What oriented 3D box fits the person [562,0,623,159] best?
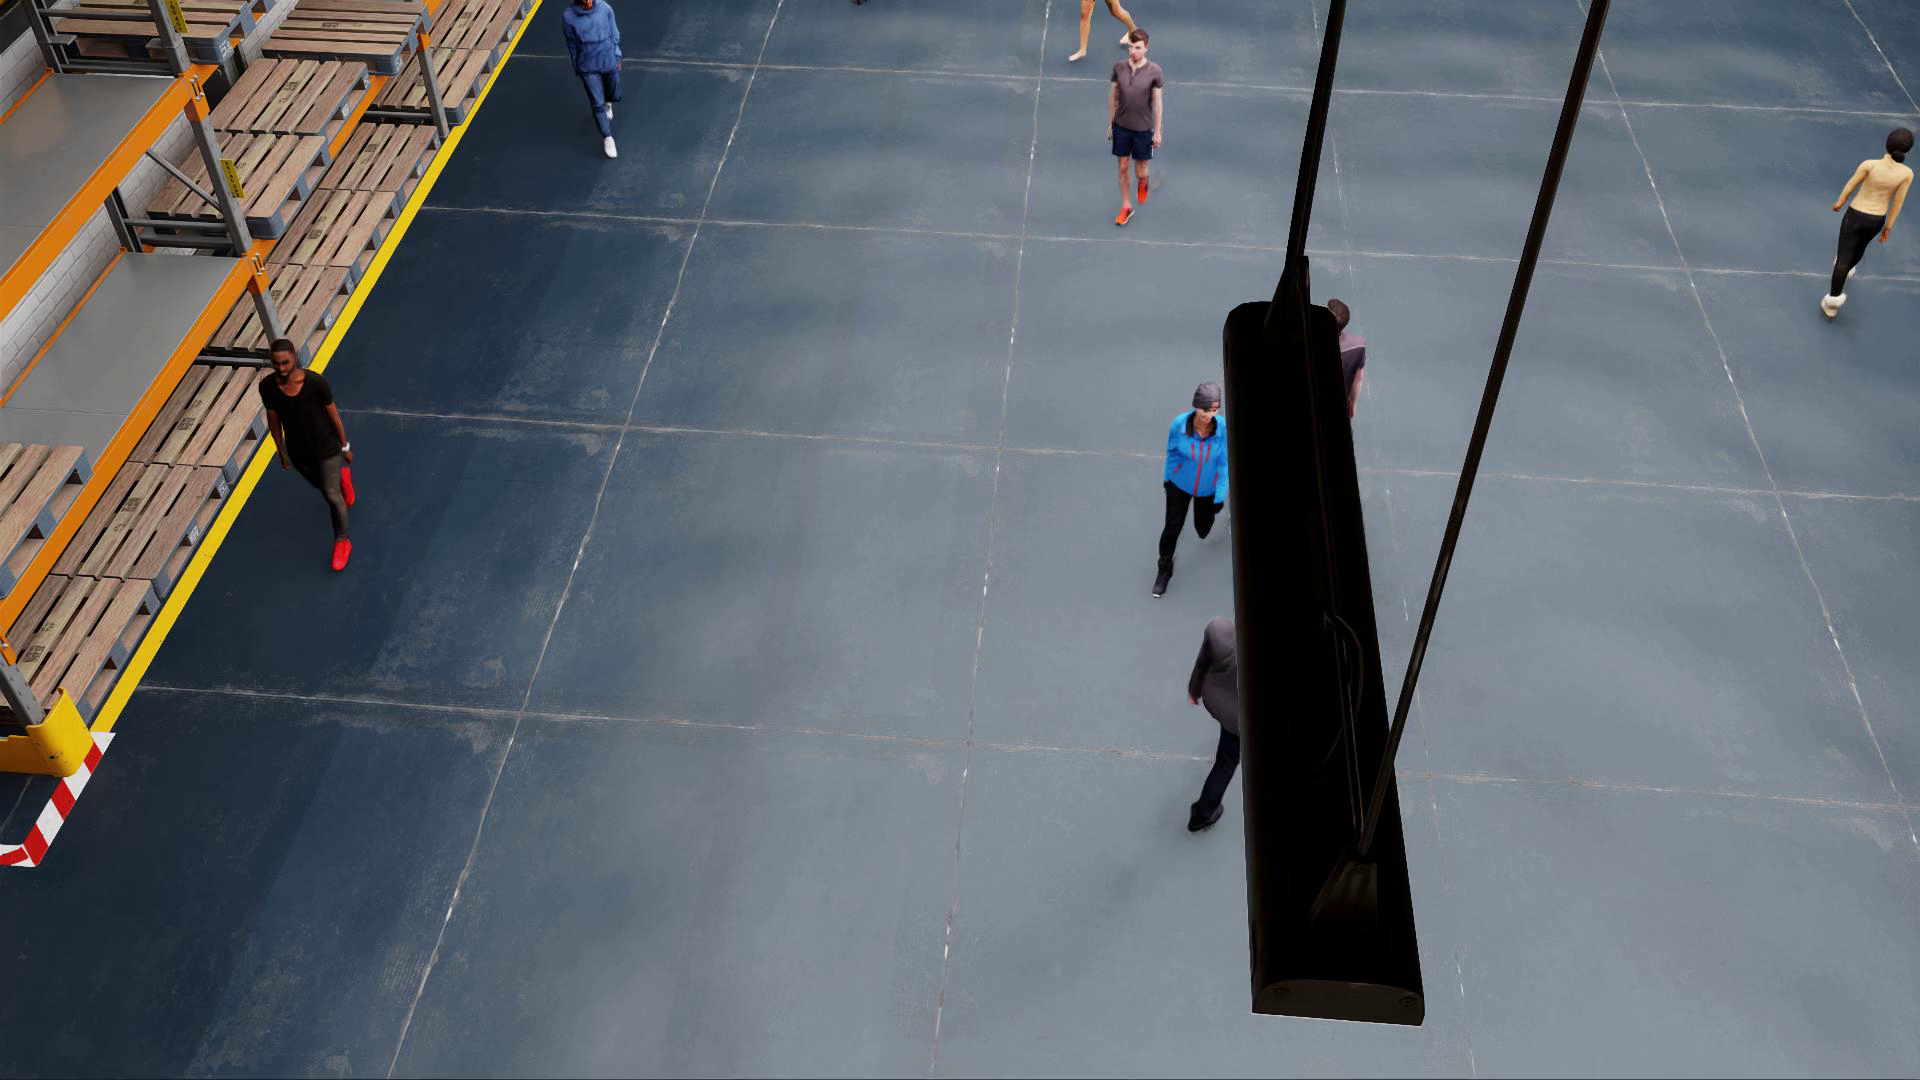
[{"bbox_3d":[-3.489,-4.601,15.871,0.947,1.788,1.111,-16,46,-16],"label":"person"}]

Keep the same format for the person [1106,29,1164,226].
[{"bbox_3d":[1.596,-3.741,14.928,0.825,1.844,0.916,18,46,18],"label":"person"}]

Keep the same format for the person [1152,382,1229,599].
[{"bbox_3d":[1.656,-0.411,11.476,0.785,1.784,1.074,17,46,17],"label":"person"}]

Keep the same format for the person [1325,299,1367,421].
[{"bbox_3d":[2.603,-0.895,11.951,0.857,1.830,0.873,-13,45,-13],"label":"person"}]

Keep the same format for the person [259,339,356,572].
[{"bbox_3d":[-4.565,-0.713,11.796,0.752,1.780,1.160,-2,44,-2],"label":"person"}]

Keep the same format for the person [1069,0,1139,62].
[{"bbox_3d":[1.561,-5.829,17.225,1.115,1.699,1.095,-27,50,-26],"label":"person"}]

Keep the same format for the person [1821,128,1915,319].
[{"bbox_3d":[7.562,-2.622,13.915,0.725,1.620,1.128,10,45,11],"label":"person"}]
